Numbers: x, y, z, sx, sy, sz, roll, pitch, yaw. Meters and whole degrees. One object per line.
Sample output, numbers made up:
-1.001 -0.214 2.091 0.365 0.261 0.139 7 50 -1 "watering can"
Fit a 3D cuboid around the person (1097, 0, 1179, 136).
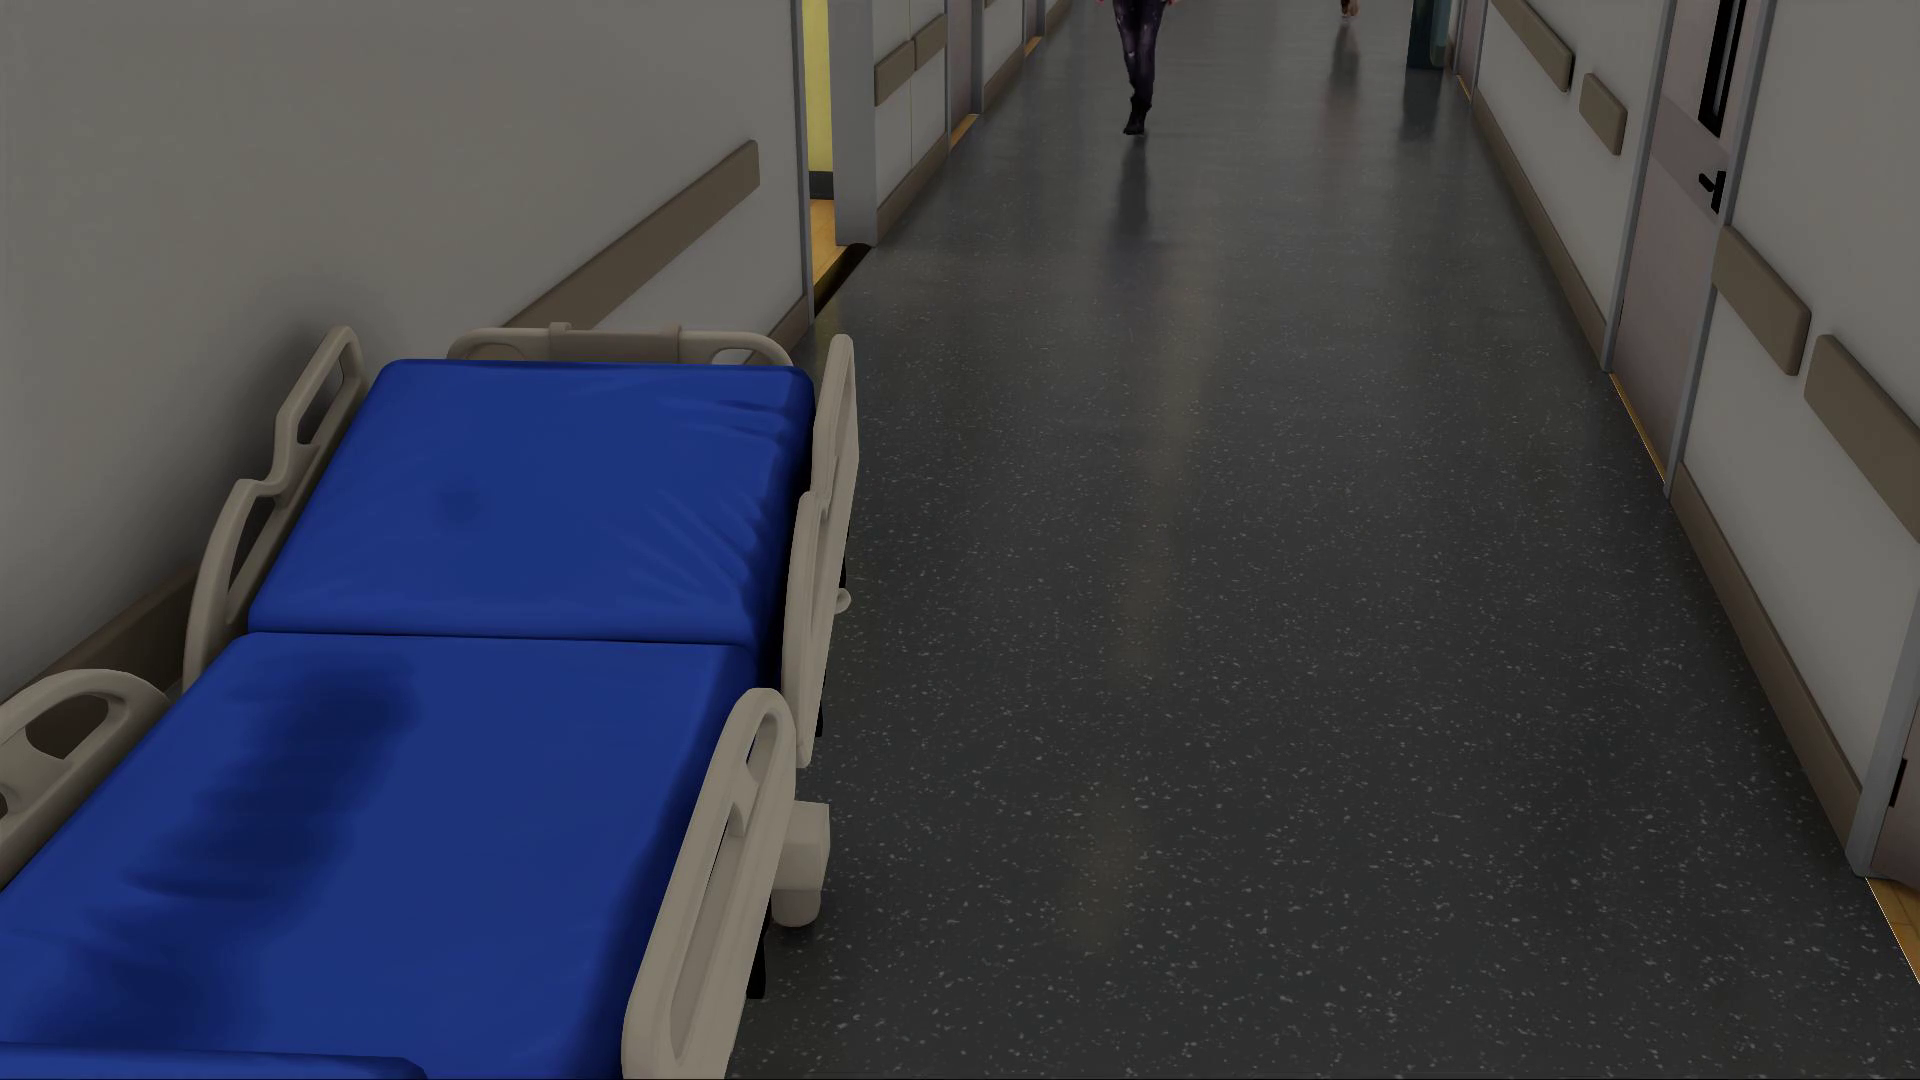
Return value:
1.220 -3.648 11.066 1.224 1.789 0.912 10 27 20 "person"
